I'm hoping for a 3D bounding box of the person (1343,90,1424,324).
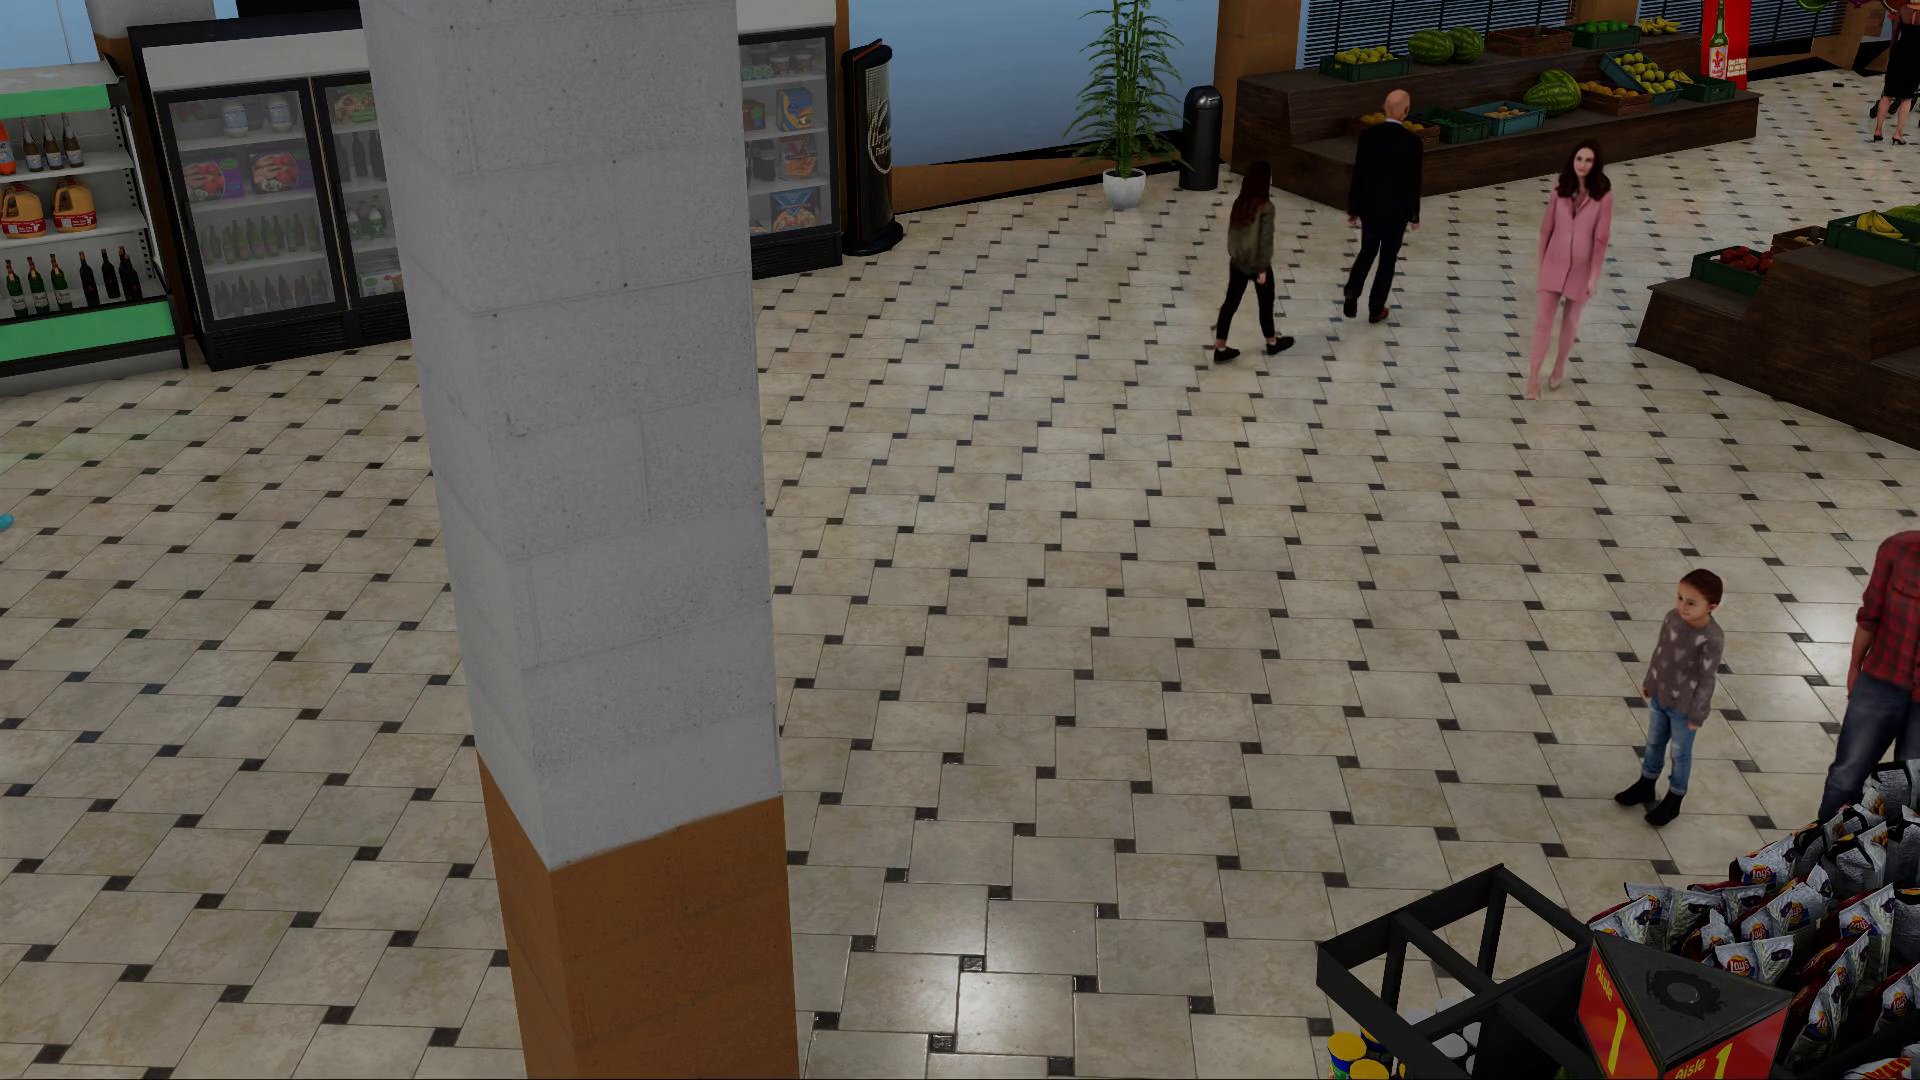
[{"bbox_3d":[3.185,-2.477,12.575,0.882,1.788,0.977,17,31,30],"label":"person"}]

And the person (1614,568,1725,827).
[{"bbox_3d":[3.059,0.650,7.067,0.502,1.193,0.498,-10,29,-19],"label":"person"}]

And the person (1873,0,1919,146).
[{"bbox_3d":[10.174,-5.143,17.877,0.545,1.748,0.615,-19,33,-33],"label":"person"}]

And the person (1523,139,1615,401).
[{"bbox_3d":[4.197,-1.849,11.359,0.925,1.768,1.089,14,30,26],"label":"person"}]

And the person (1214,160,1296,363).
[{"bbox_3d":[2.025,-1.962,11.937,0.869,1.447,0.616,-16,31,-28],"label":"person"}]

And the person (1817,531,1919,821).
[{"bbox_3d":[3.805,0.545,6.589,0.864,1.814,0.945,17,32,30],"label":"person"}]
